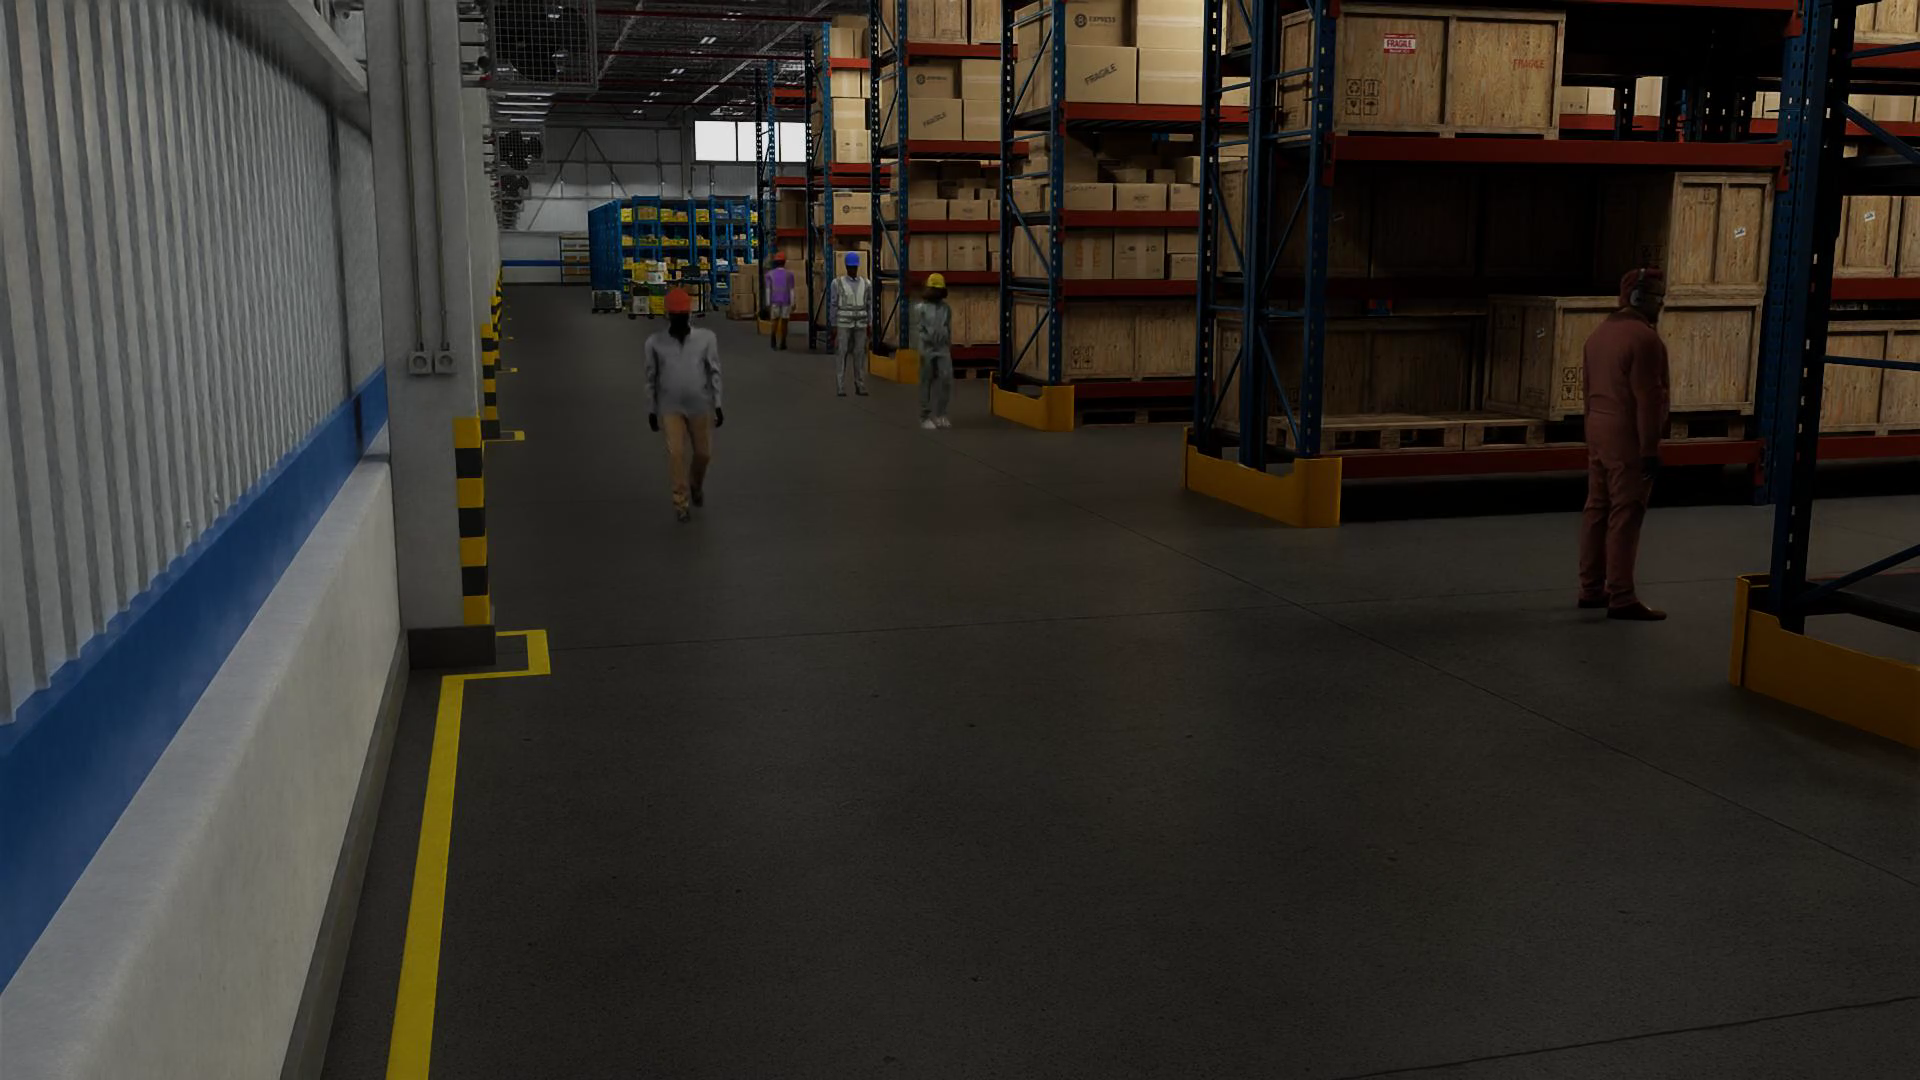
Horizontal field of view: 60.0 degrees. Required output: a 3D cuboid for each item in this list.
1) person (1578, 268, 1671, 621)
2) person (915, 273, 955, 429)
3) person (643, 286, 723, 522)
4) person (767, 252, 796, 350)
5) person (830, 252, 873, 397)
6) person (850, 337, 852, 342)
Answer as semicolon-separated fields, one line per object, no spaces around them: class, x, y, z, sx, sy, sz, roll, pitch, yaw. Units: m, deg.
person;3.658;-0.523;9.105;0.402;1.904;0.638;-1;10;-7
person;-0.278;-2.073;18.371;0.497;1.728;0.482;-5;11;-28
person;-2.059;-1.018;12.365;0.584;1.736;0.522;-2;10;-13
person;-3.504;-4.700;32.720;0.552;1.915;0.462;1;10;7
person;-1.459;-2.914;22.510;0.613;1.945;0.406;-4;11;-24
person;-2.334;-5.099;35.185;0.430;1.845;0.621;3;10;14
